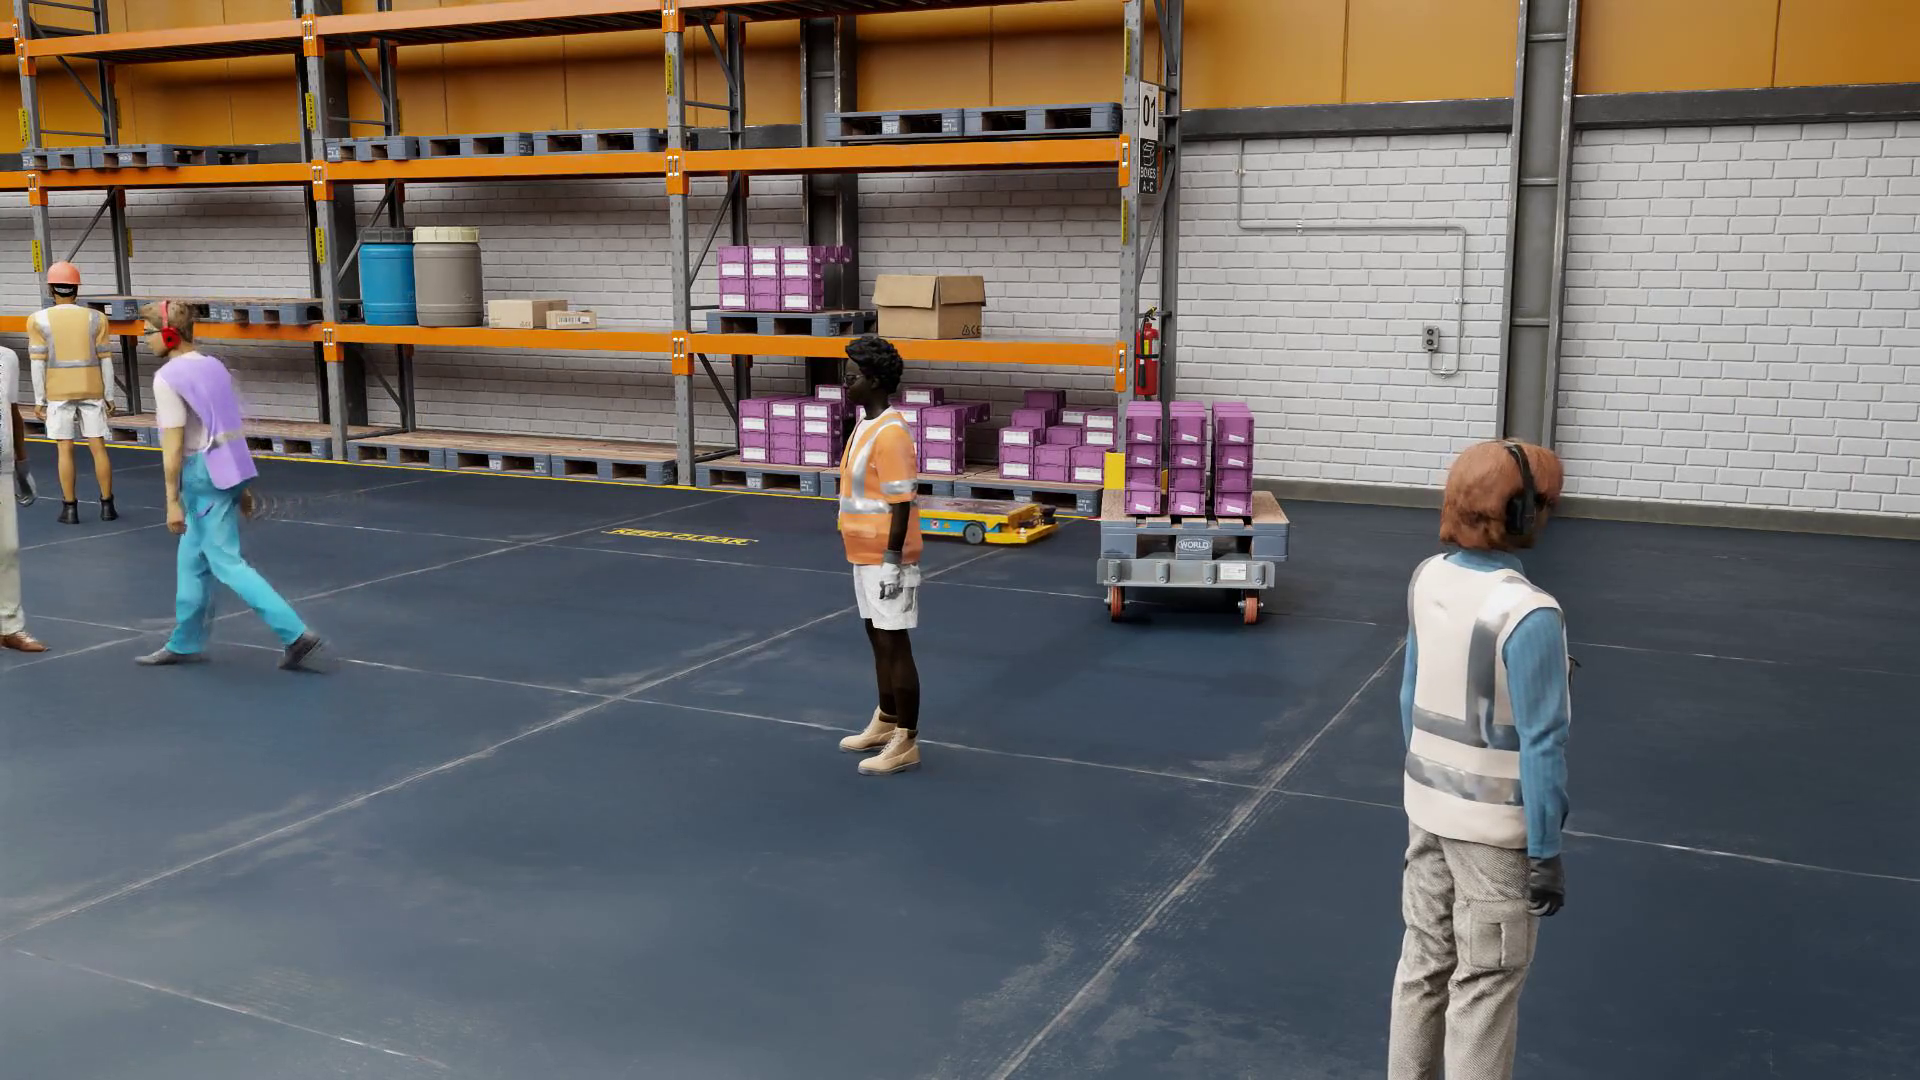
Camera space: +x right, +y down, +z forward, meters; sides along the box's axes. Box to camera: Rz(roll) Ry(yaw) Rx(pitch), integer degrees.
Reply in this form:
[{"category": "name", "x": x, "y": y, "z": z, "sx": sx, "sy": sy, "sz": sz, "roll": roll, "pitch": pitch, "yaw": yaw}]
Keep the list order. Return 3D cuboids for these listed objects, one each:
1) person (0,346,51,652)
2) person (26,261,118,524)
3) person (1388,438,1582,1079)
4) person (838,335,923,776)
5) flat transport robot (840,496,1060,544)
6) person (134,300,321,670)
[{"category": "person", "x": -4.804, "y": -0.317, "z": 8.181, "sx": 0.332, "sy": 1.855, "sz": 0.512, "roll": 5, "pitch": 11, "yaw": 25}, {"category": "person", "x": -6.570, "y": -1.086, "z": 12.326, "sx": 0.549, "sy": 1.936, "sz": 0.377, "roll": -7, "pitch": 12, "yaw": -34}, {"category": "person", "x": 1.095, "y": 0.604, "z": 3.508, "sx": 0.306, "sy": 1.637, "sz": 0.522, "roll": -3, "pitch": 10, "yaw": -14}, {"category": "person", "x": -0.314, "y": 0.059, "z": 6.457, "sx": 0.317, "sy": 1.695, "sz": 0.540, "roll": -3, "pitch": 10, "yaw": -16}, {"category": "flat transport robot", "x": -0.071, "y": -0.160, "z": 11.790, "sx": 1.431, "sy": 0.197, "sz": 0.652, "roll": 4, "pitch": 11, "yaw": 23}, {"category": "person", "x": -3.535, "y": -0.248, "z": 7.968, "sx": 0.912, "sy": 1.799, "sz": 0.604, "roll": 0, "pitch": 10, "yaw": -1}]
